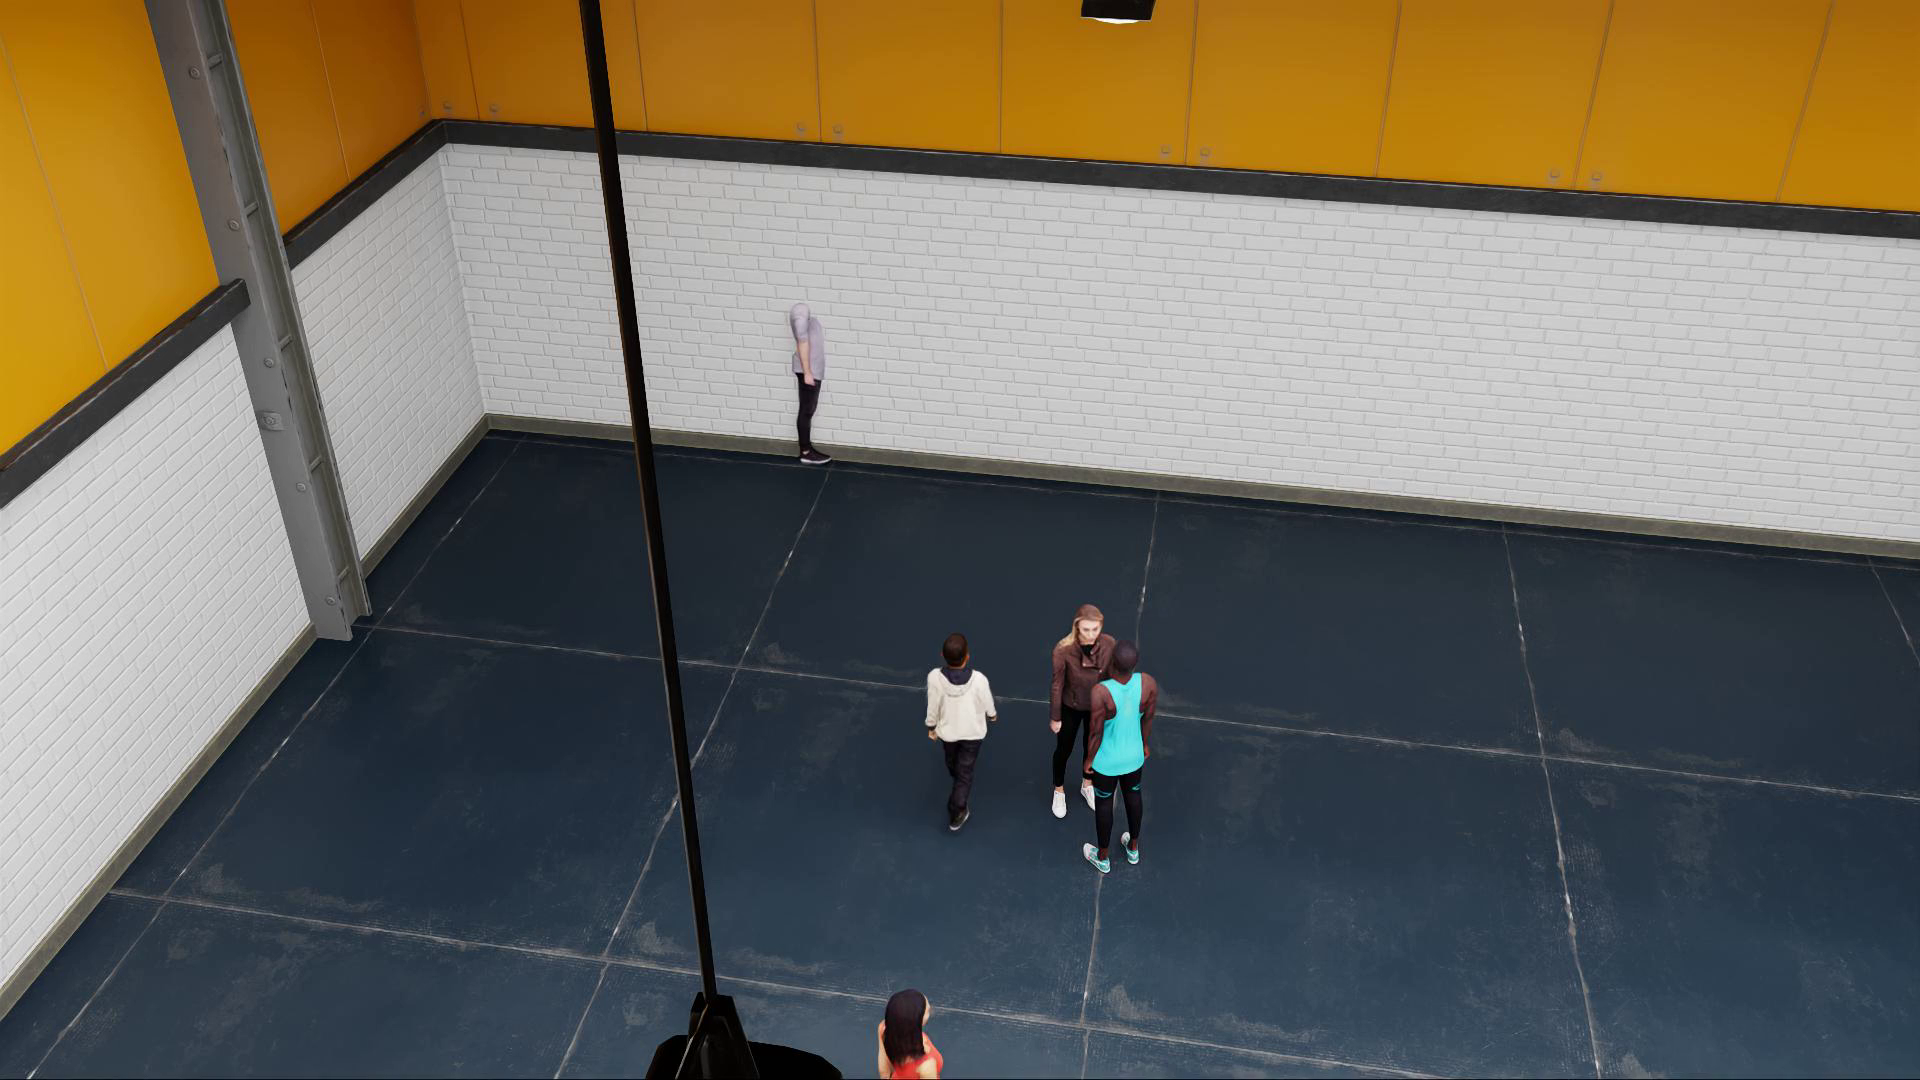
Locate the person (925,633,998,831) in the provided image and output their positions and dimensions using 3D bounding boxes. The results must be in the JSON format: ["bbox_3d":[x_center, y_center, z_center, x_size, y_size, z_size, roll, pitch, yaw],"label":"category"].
[{"bbox_3d":[-0.009,1.300,11.064,0.681,1.424,0.962,10,35,15],"label":"person"}]

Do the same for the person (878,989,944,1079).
[{"bbox_3d":[-0.236,2.889,8.407,0.708,1.718,0.673,-27,42,-35],"label":"person"}]

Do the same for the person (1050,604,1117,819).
[{"bbox_3d":[0.819,1.115,11.092,0.674,1.703,0.644,-8,34,-11],"label":"person"}]

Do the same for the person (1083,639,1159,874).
[{"bbox_3d":[1.012,1.375,10.601,0.684,1.811,0.674,-10,35,-14],"label":"person"}]

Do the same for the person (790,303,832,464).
[{"bbox_3d":[-1.365,-1.591,15.040,0.748,1.837,0.566,1,34,2],"label":"person"}]
